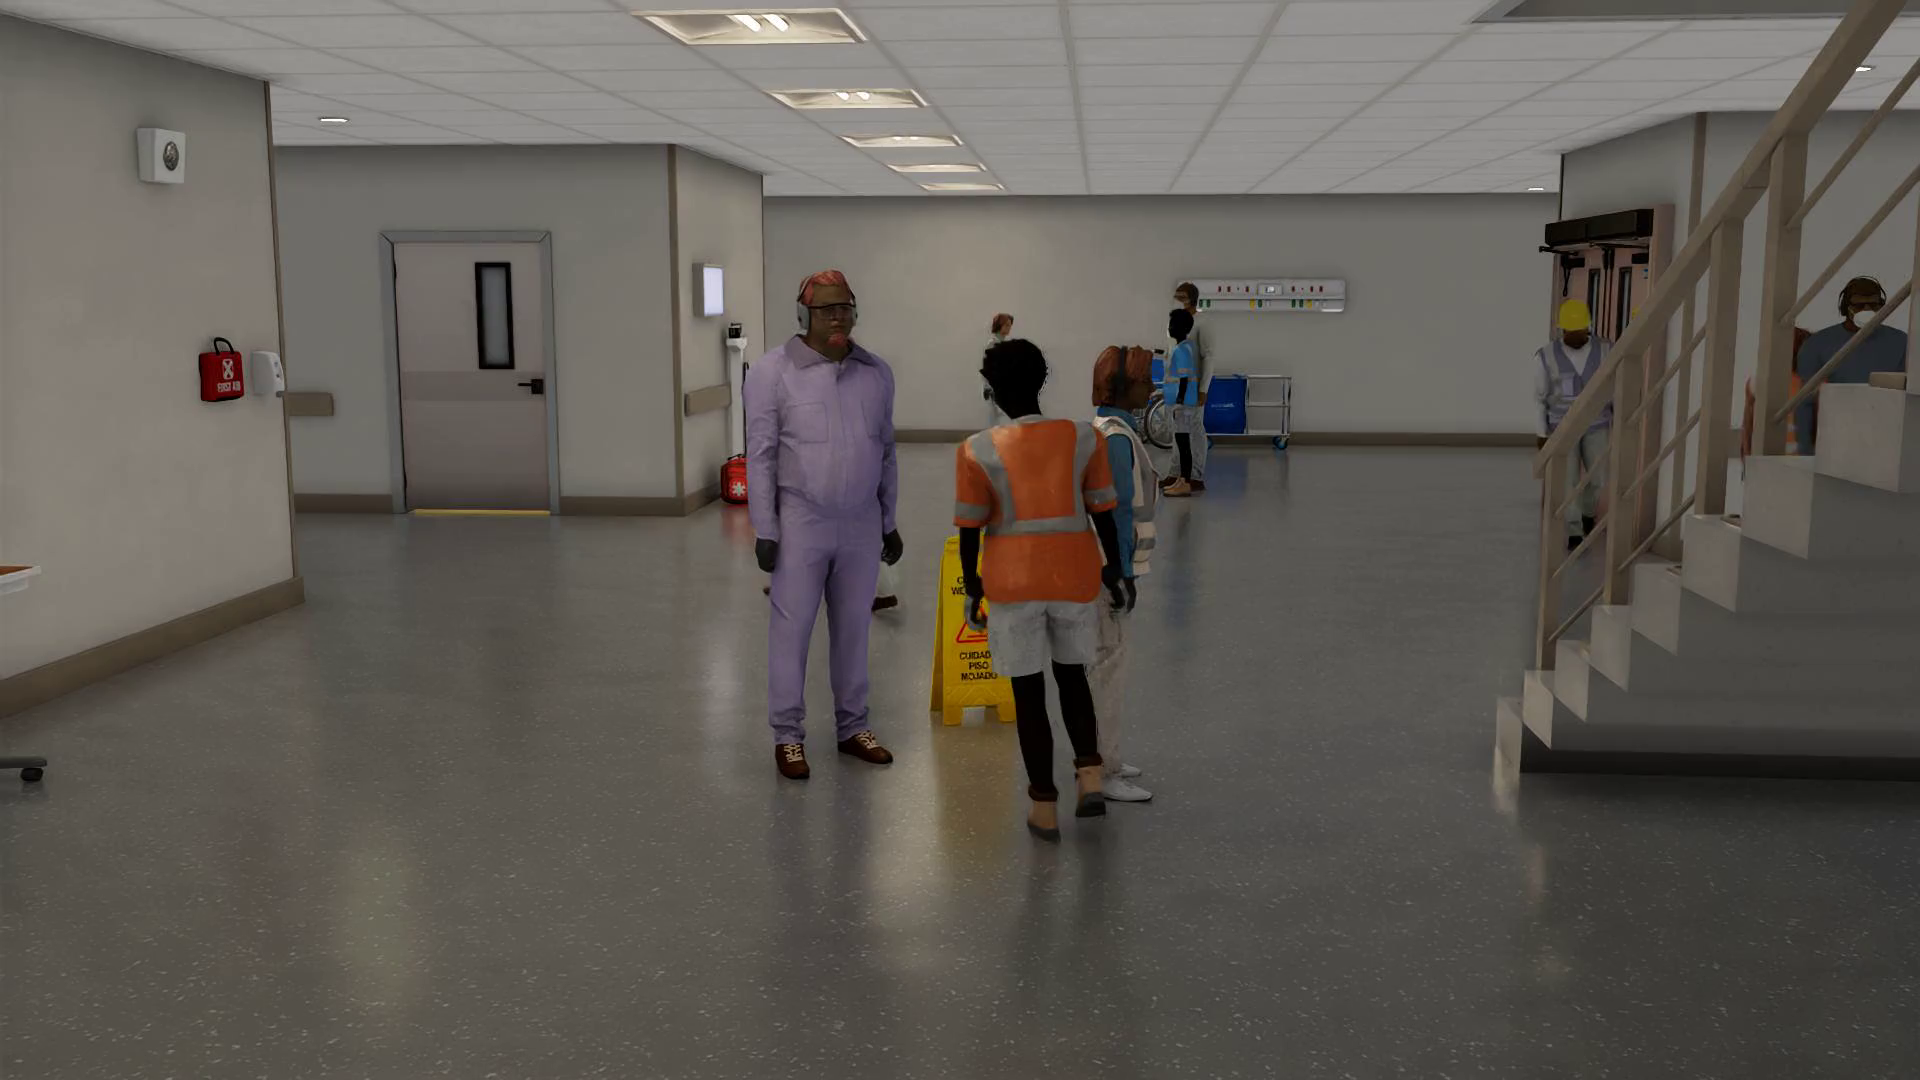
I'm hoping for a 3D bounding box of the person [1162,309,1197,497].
[{"bbox_3d":[1.987,-1.237,15.036,0.316,1.695,0.541,1,8,7],"label":"person"}]

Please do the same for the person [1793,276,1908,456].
[{"bbox_3d":[5.088,-0.534,9.494,0.641,1.927,0.386,1,8,8],"label":"person"}]

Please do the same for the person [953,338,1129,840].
[{"bbox_3d":[0.265,0.164,5.560,0.589,1.669,0.381,-2,9,-11],"label":"person"}]

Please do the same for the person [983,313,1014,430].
[{"bbox_3d":[0.470,-1.644,18.080,0.511,1.619,0.512,3,9,18],"label":"person"}]

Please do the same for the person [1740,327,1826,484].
[{"bbox_3d":[4.821,-0.413,9.685,0.312,1.627,0.571,-6,10,-37],"label":"person"}]

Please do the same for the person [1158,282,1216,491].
[{"bbox_3d":[2.101,-1.419,15.457,0.372,1.940,0.627,-5,10,-33],"label":"person"}]

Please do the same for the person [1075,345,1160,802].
[{"bbox_3d":[0.563,0.114,6.045,0.311,1.639,0.521,0,8,0],"label":"person"}]

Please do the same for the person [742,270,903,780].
[{"bbox_3d":[-0.498,-0.063,6.345,0.638,1.909,0.408,-5,10,-32],"label":"person"}]

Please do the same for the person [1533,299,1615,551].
[{"bbox_3d":[4.409,-0.820,11.881,0.630,1.793,0.590,2,9,13],"label":"person"}]
